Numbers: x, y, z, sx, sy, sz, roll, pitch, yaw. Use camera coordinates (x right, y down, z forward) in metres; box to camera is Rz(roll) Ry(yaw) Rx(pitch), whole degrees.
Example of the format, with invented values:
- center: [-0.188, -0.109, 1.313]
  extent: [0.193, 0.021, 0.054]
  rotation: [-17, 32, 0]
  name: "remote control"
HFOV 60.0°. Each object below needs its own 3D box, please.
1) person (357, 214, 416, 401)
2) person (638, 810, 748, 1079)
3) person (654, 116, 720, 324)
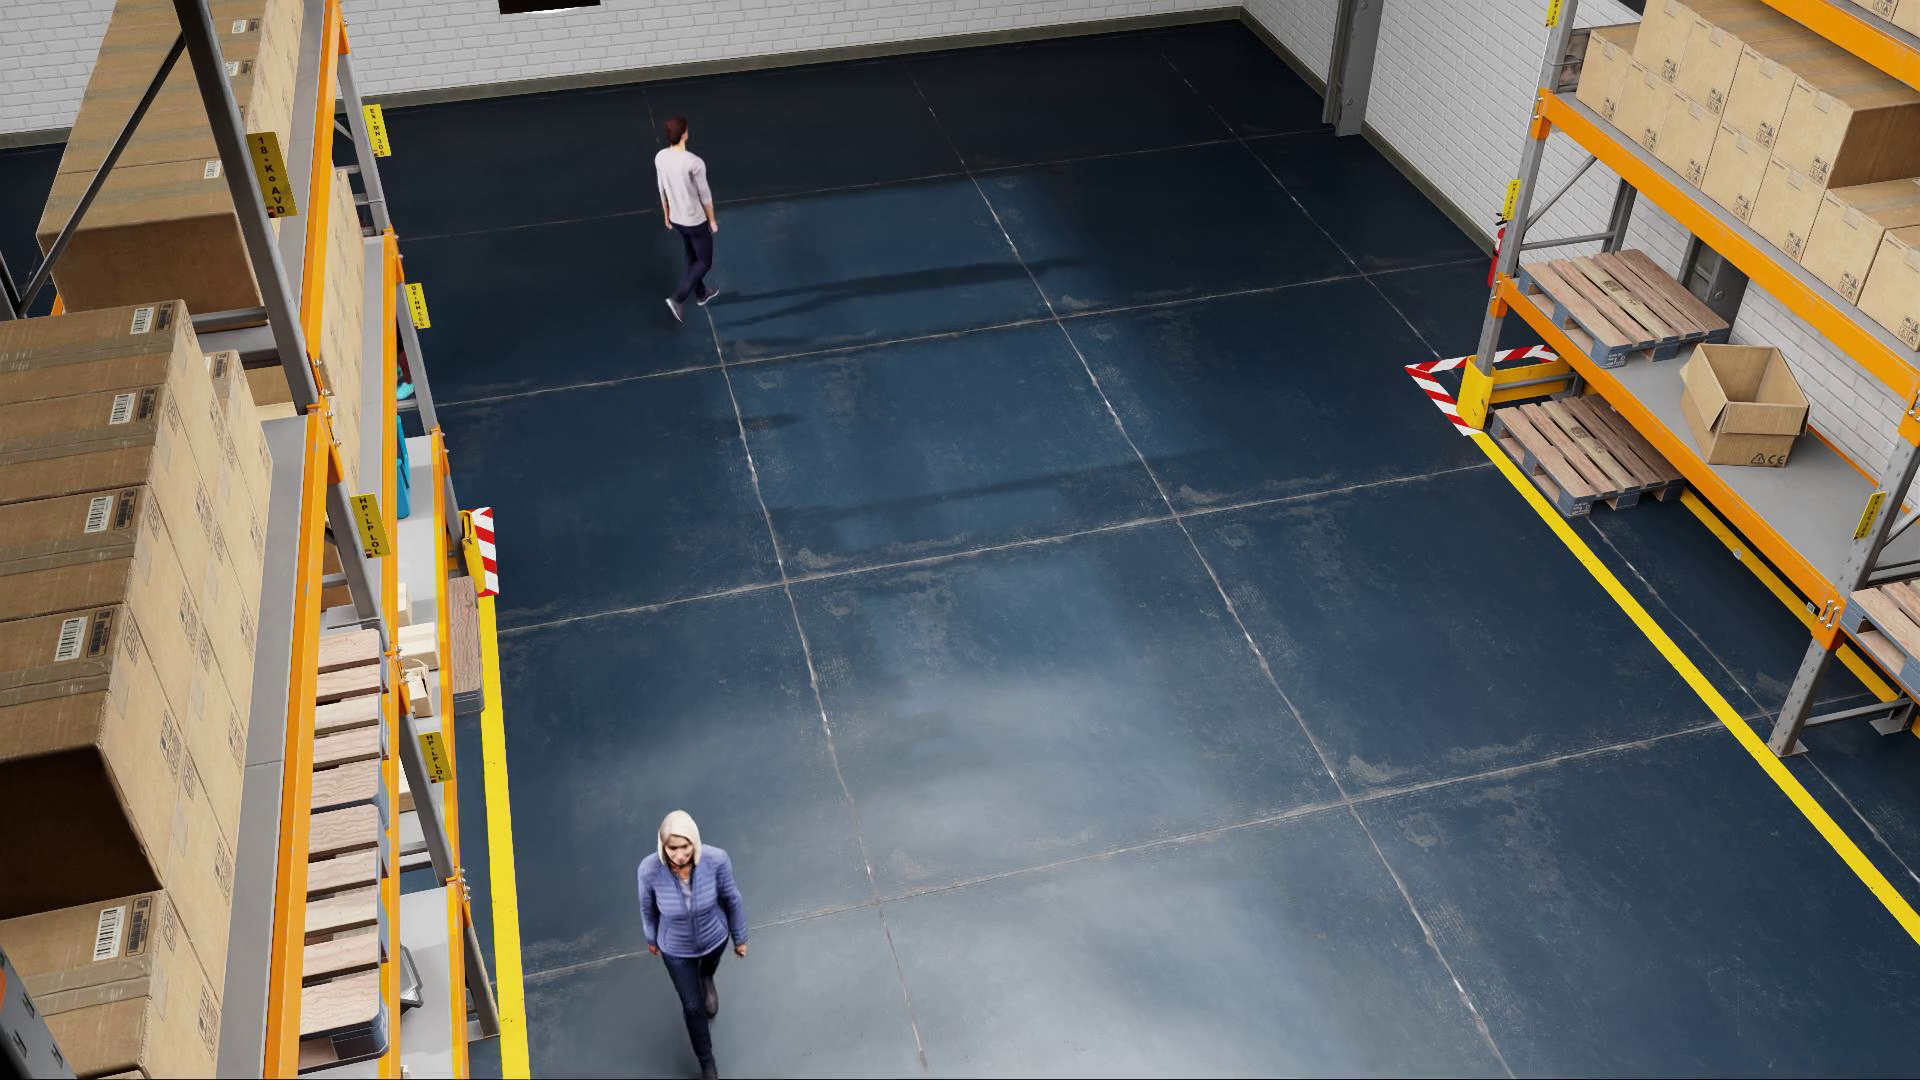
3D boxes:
- center: [-4.640, -1.916, 13.414]
  extent: [0.692, 1.707, 0.747]
  rotation: [15, 41, 18]
  name: "person"
- center: [-1.369, 1.964, 8.560]
  extent: [0.672, 1.701, 1.071]
  rotation: [-10, 40, -13]
  name: "person"
- center: [-2.384, -2.743, 14.354]
  extent: [1.056, 1.826, 1.092]
  rotation: [22, 43, 25]
  name: "person"
